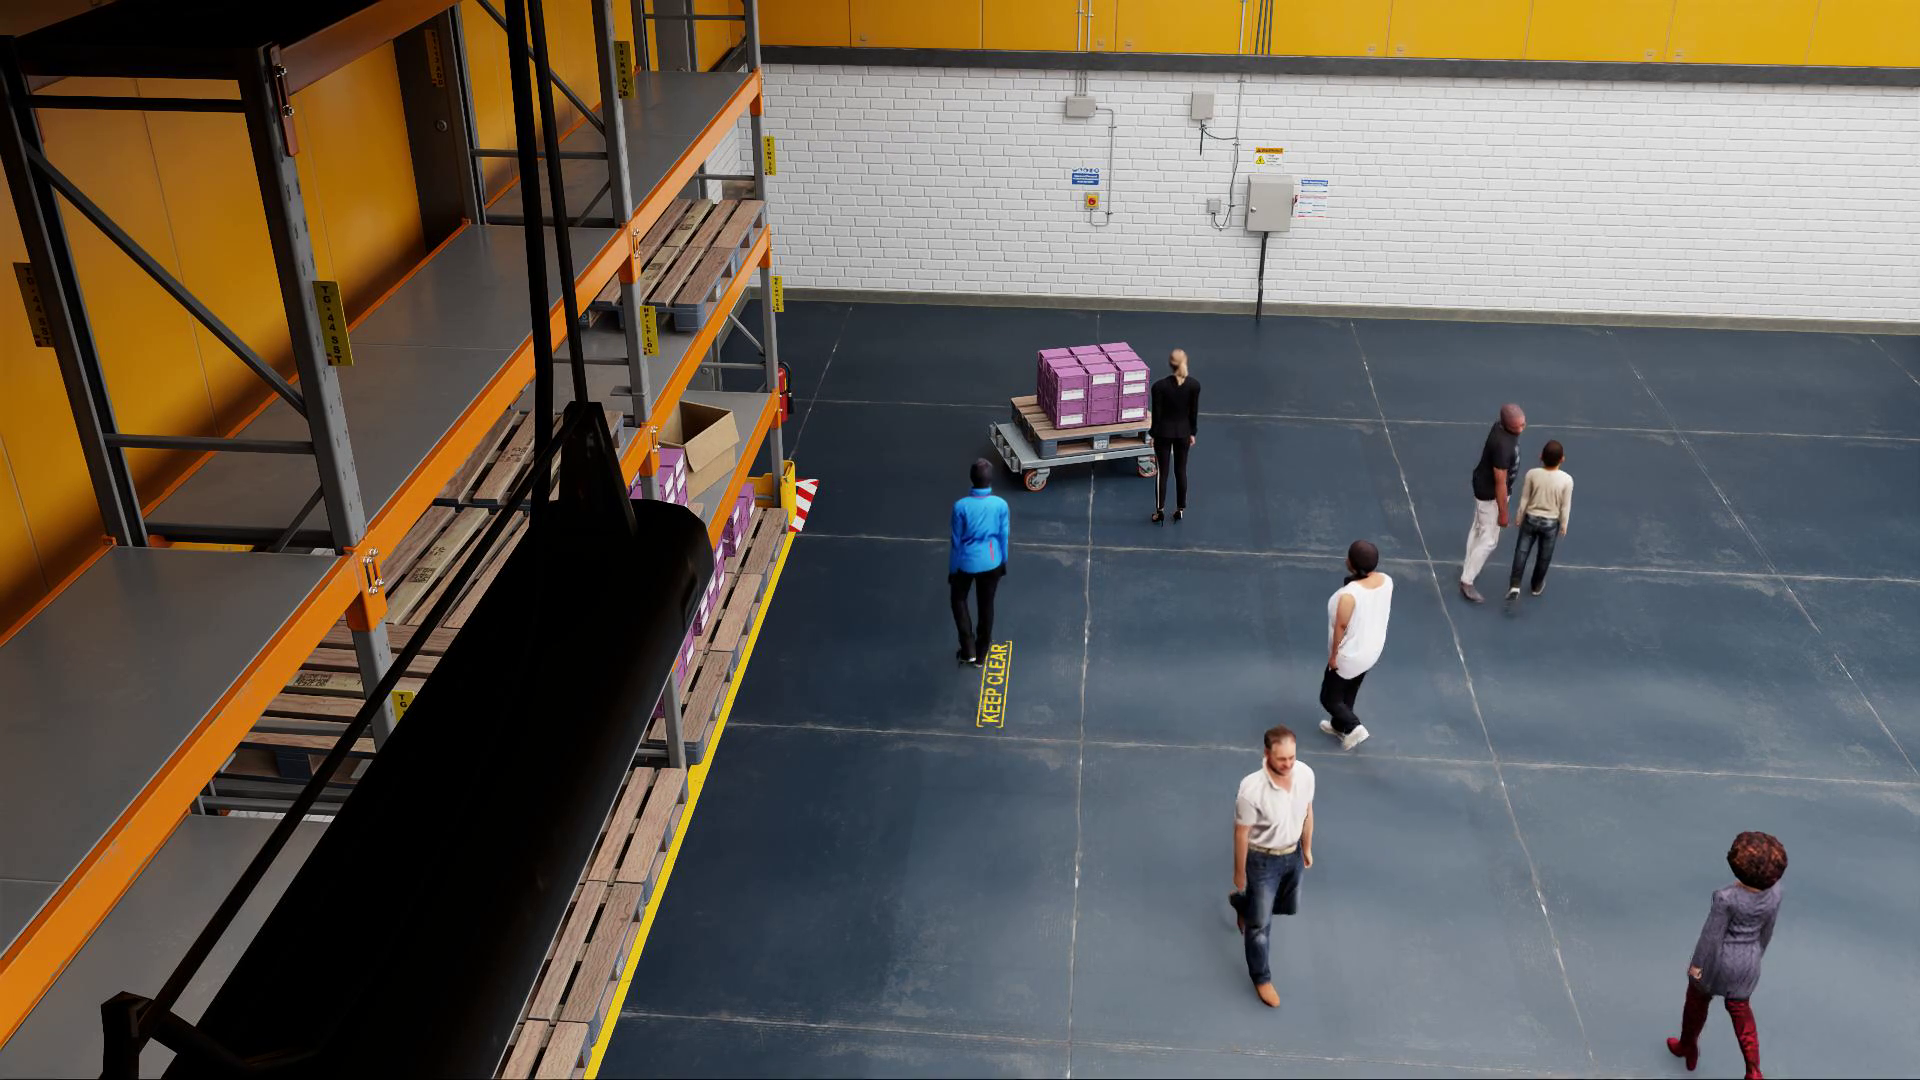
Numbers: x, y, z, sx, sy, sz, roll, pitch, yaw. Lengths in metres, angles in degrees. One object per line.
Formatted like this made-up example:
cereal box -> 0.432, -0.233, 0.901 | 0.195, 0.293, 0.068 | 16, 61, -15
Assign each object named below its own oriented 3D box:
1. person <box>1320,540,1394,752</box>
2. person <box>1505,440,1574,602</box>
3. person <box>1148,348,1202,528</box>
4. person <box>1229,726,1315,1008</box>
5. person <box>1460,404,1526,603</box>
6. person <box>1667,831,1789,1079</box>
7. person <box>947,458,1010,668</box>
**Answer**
person -> 2.825, 0.784, 11.840 | 0.864, 1.679, 0.925 | -20, 34, -32
person -> 4.787, -0.125, 13.745 | 0.746, 1.450, 0.932 | 13, 31, 22
person -> 1.911, -0.920, 14.935 | 0.658, 1.707, 0.628 | -4, 29, -7
person -> 1.792, 1.810, 9.790 | 0.934, 1.840, 1.093 | -11, 30, -19
person -> 4.421, -0.406, 13.924 | 0.979, 1.772, 0.579 | 0, 29, -1
person -> 4.205, 2.332, 8.988 | 0.732, 1.693, 1.009 | -4, 29, -8
person -> 0.153, 0.233, 12.737 | 0.727, 1.787, 0.726 | -6, 29, -11
